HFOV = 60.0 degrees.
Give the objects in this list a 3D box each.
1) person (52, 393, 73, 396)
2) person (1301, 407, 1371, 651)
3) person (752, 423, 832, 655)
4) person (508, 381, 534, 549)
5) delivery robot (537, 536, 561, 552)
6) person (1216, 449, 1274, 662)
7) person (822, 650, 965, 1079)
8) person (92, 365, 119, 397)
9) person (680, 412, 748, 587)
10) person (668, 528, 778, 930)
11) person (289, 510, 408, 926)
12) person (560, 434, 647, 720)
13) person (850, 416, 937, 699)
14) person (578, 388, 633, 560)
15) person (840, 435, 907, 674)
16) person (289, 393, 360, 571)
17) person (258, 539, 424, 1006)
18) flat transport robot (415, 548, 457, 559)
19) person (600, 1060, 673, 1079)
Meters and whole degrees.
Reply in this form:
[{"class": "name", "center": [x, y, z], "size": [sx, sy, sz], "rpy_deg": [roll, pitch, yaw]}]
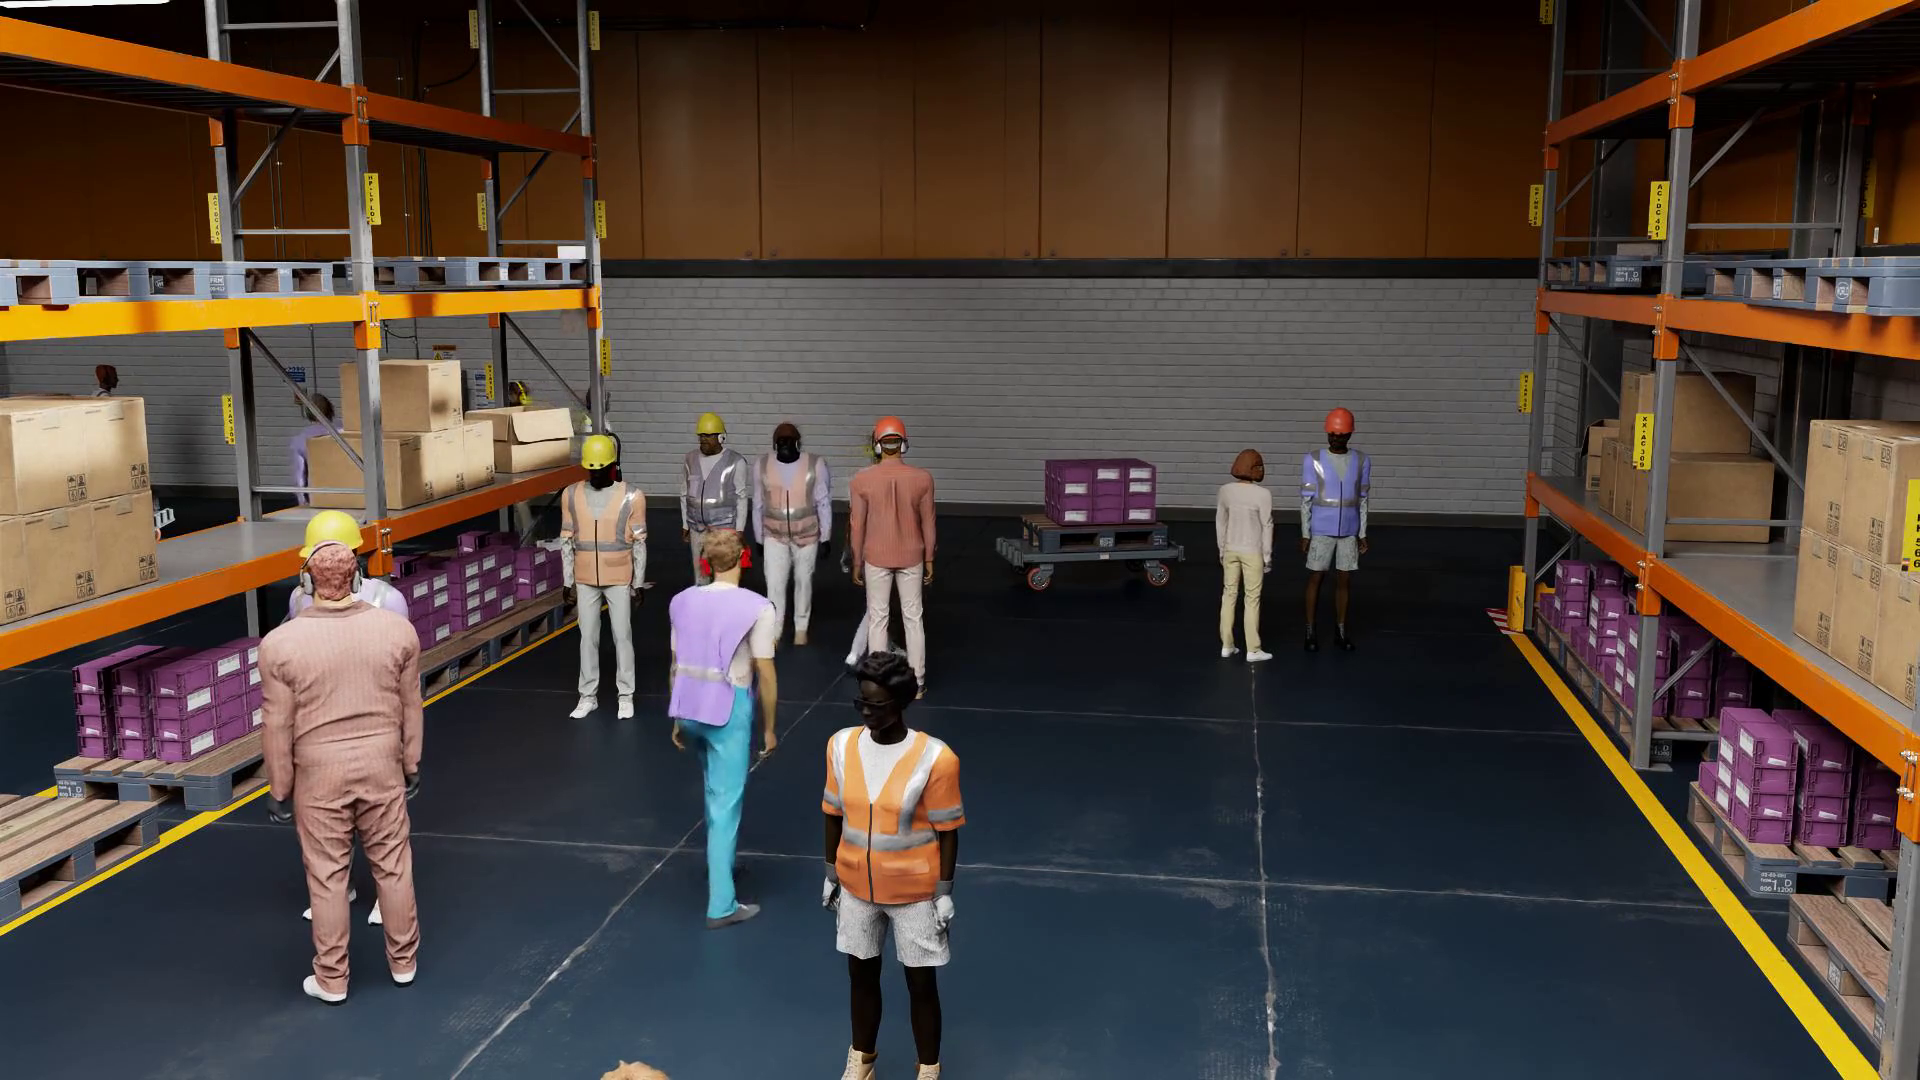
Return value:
[{"class": "person", "center": [-8.553, -0.439, 15.589], "size": [0.713, 1.861, 0.851], "rpy_deg": [0, 9, -1]}, {"class": "person", "center": [2.951, -0.078, 13.058], "size": [0.548, 1.932, 0.377], "rpy_deg": [0, 9, -3]}, {"class": "person", "center": [-1.320, -0.005, 12.995], "size": [0.643, 1.794, 0.948], "rpy_deg": [0, 9, -1]}, {"class": "person", "center": [-4.627, -0.731, 17.335], "size": [0.457, 1.854, 0.520], "rpy_deg": [-7, 11, -35]}, {"class": "delivery robot", "center": [-3.677, 0.100, 15.915], "size": [0.707, 0.478, 0.477], "rpy_deg": [-4, 10, -23]}, {"class": "person", "center": [2.191, 0.113, 12.800], "size": [0.501, 1.633, 0.282], "rpy_deg": [9, 13, 44]}, {"class": "person", "center": [-0.250, 1.212, 5.825], "size": [0.540, 1.697, 0.316], "rpy_deg": [4, 10, 24]}, {"class": "person", "center": [-10.102, -1.138, 19.745], "size": [0.339, 1.882, 0.584], "rpy_deg": [-7, 12, -38]}, {"class": "person", "center": [-2.044, -0.139, 13.739], "size": [0.588, 1.834, 0.403], "rpy_deg": [3, 10, 16]}, {"class": "person", "center": [-1.102, 0.848, 7.806], "size": [0.587, 1.792, 0.748], "rpy_deg": [6, 11, 32]}, {"class": "person", "center": [-2.792, 0.812, 7.597], "size": [0.594, 1.922, 0.384], "rpy_deg": [2, 9, 11]}, {"class": "person", "center": [-2.378, 0.249, 11.091], "size": [0.585, 1.919, 0.374], "rpy_deg": [1, 9, 3]}, {"class": "person", "center": [-0.465, 0.133, 11.591], "size": [0.608, 1.989, 0.387], "rpy_deg": [-1, 9, -8]}, {"class": "person", "center": [-3.722, -0.682, 17.163], "size": [0.822, 1.815, 0.634], "rpy_deg": [-1, 9, -8]}, {"class": "person", "center": [-0.649, 0.084, 12.436], "size": [0.515, 1.828, 0.876], "rpy_deg": [7, 11, 35]}, {"class": "person", "center": [-5.598, -0.353, 14.868], "size": [0.706, 1.898, 0.639], "rpy_deg": [-2, 10, -14]}, {"class": "person", "center": [-2.528, 0.945, 6.831], "size": [0.641, 1.910, 0.401], "rpy_deg": [-6, 11, -33]}, {"class": "flat transport robot", "center": [-4.639, 0.232, 16.259], "size": [1.431, 0.197, 0.652], "rpy_deg": [6, 11, 34]}, {"class": "person", "center": [-0.571, 1.701, 3.007], "size": [0.501, 1.633, 0.287], "rpy_deg": [-1, 9, -4]}]
